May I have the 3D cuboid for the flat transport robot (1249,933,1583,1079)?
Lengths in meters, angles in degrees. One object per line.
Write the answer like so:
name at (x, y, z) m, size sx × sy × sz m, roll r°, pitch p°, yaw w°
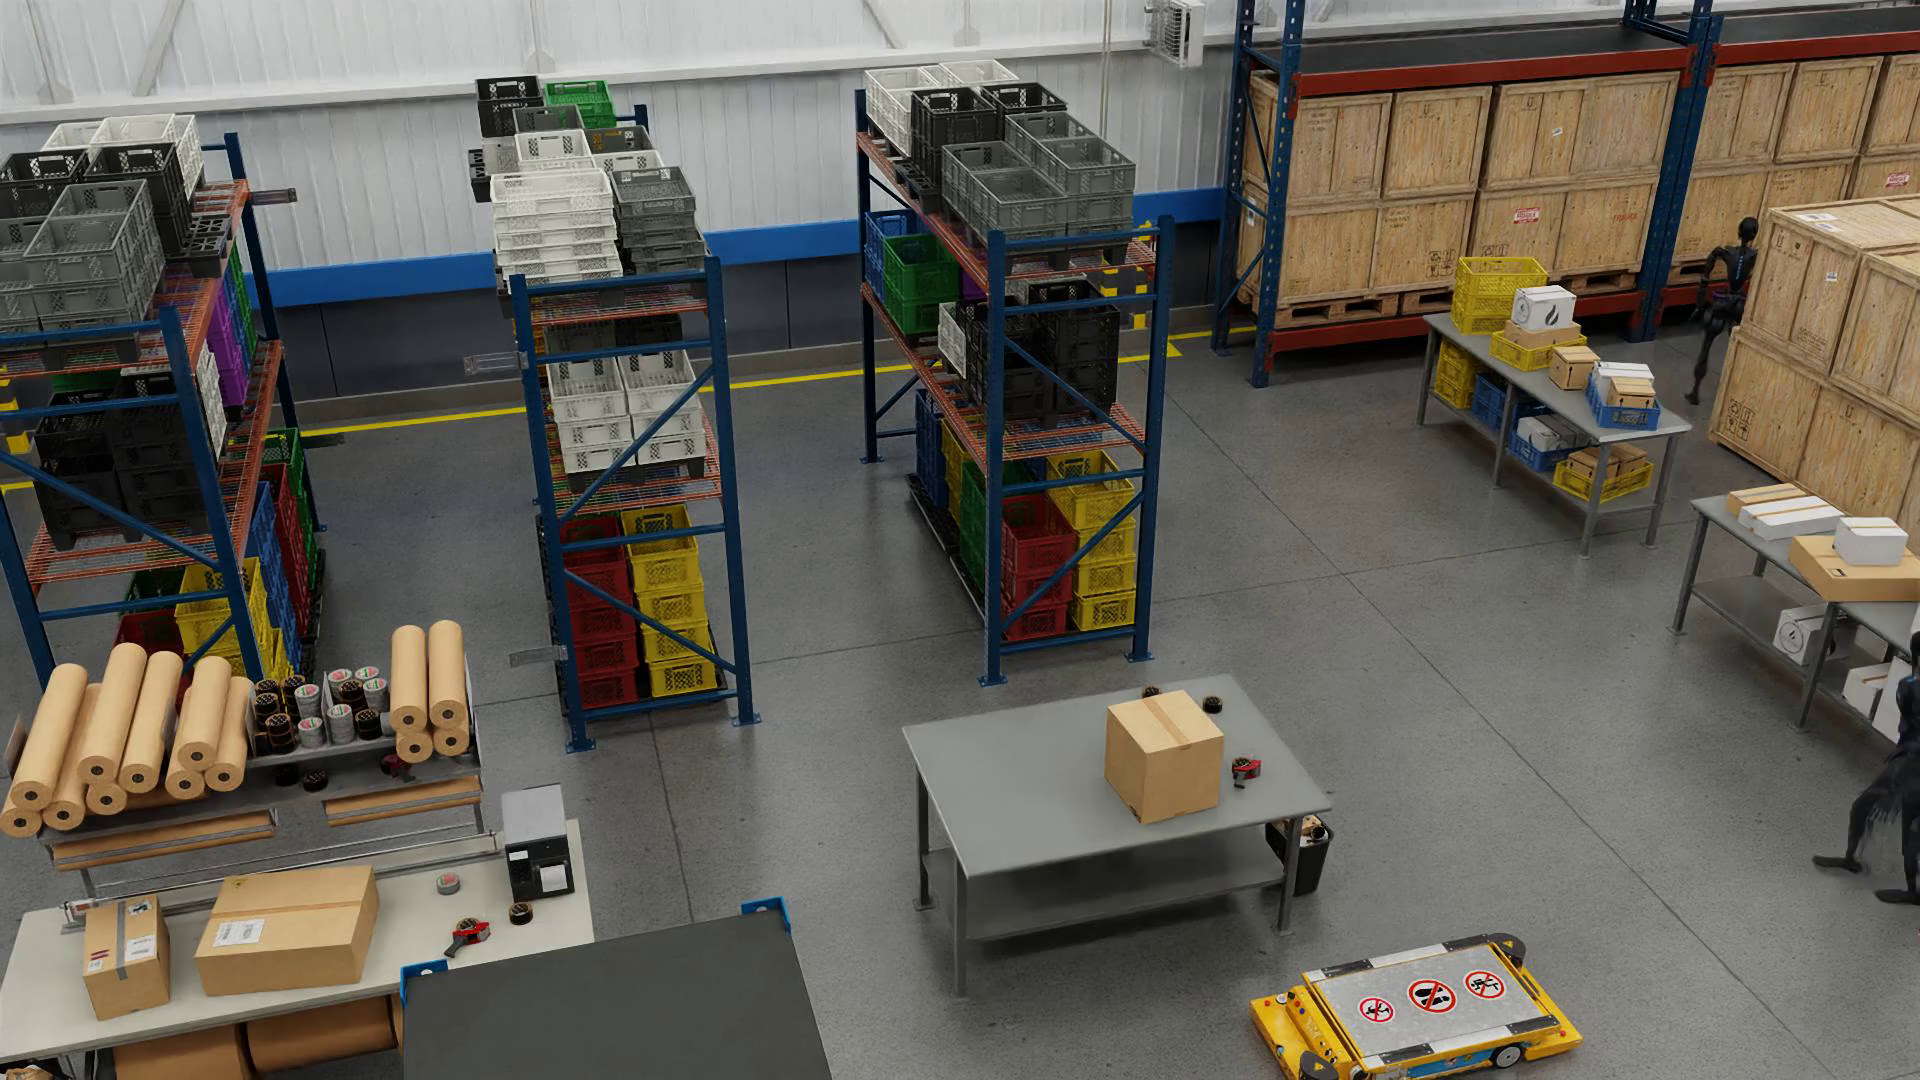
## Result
flat transport robot at (2.184, 2.282, 7.980) m, size 1.431 × 0.197 × 0.652 m, roll -8°, pitch 30°, yaw -14°

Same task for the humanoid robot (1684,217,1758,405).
humanoid robot at (6.604, -1.946, 14.231) m, size 0.627 × 1.644 × 0.377 m, roll 12°, pitch 31°, yaw 21°

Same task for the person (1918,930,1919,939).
person at (5.175, 1.229, 8.249) m, size 0.347 × 1.881 × 0.576 m, roll 19°, pitch 34°, yaw 31°

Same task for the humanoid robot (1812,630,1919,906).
humanoid robot at (4.888, 1.167, 8.595) m, size 0.634 × 1.633 × 0.591 m, roll 5°, pitch 29°, yaw 10°
